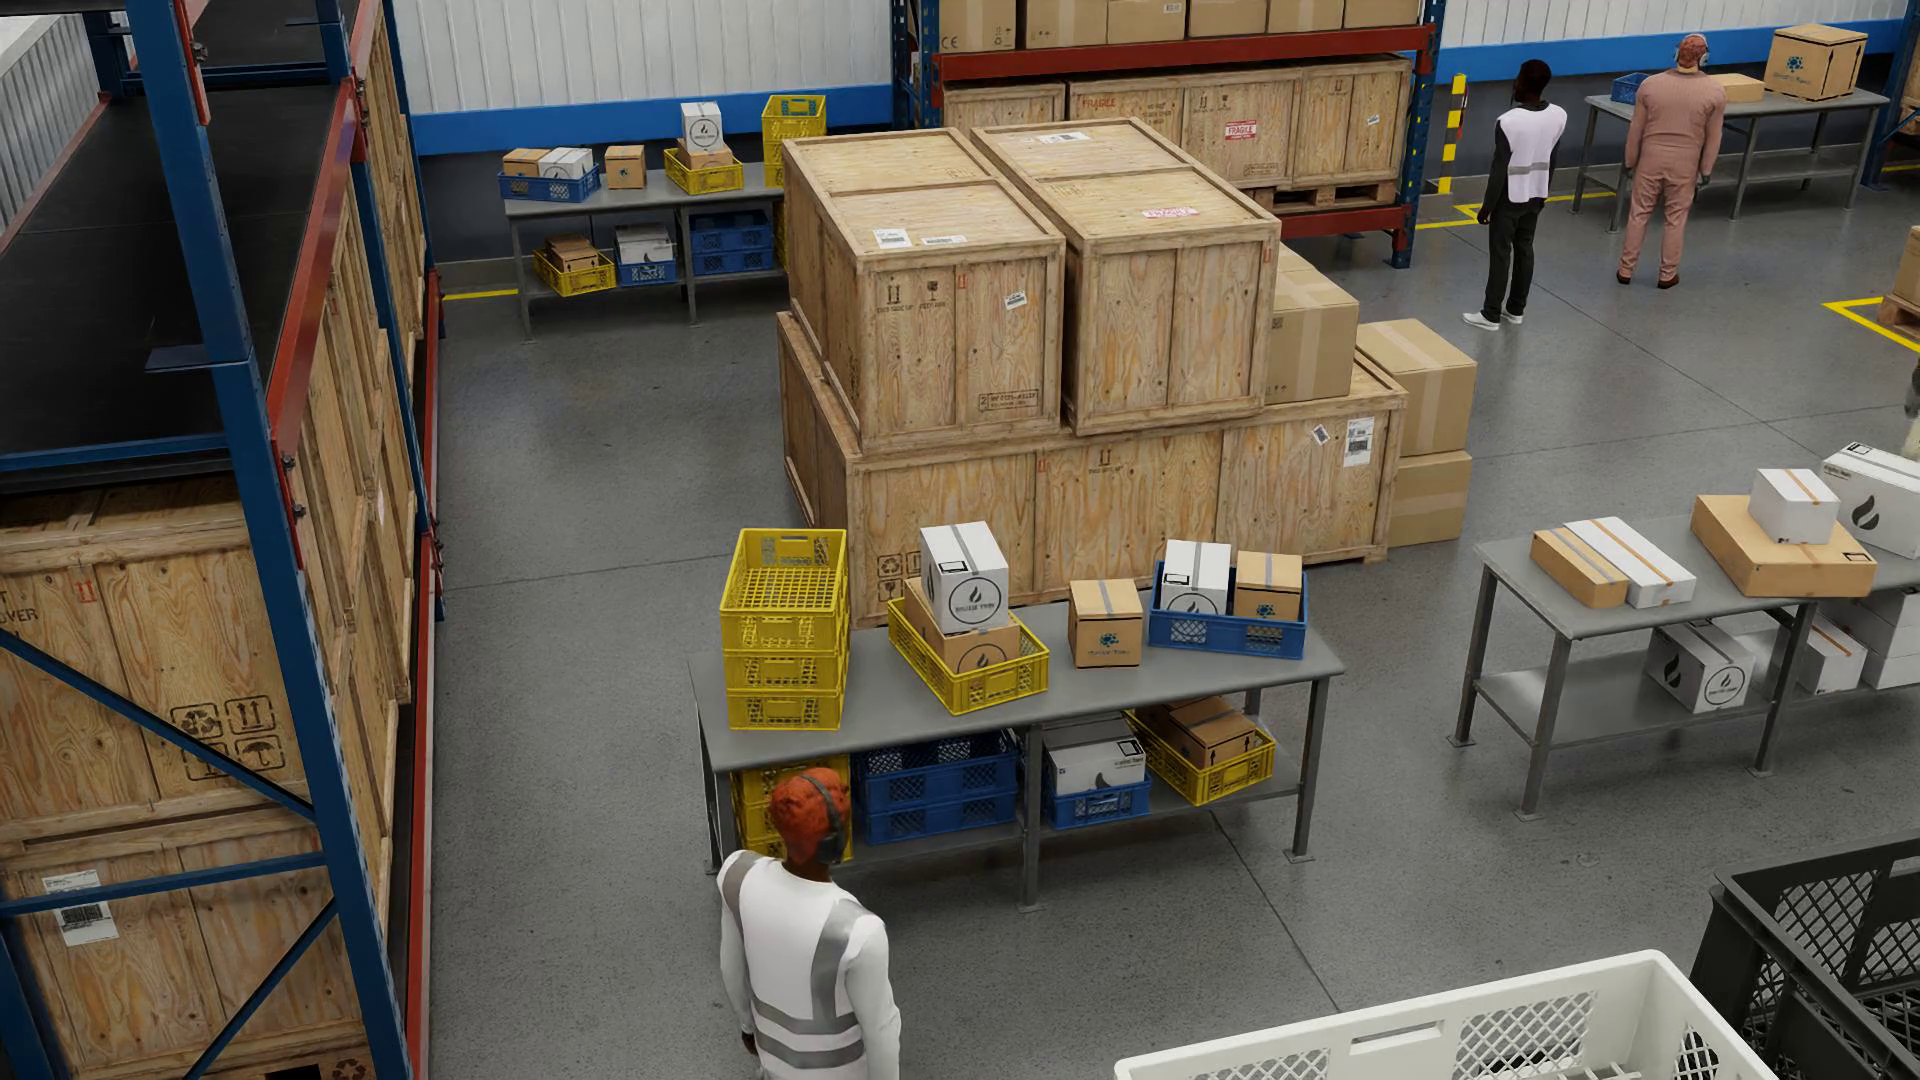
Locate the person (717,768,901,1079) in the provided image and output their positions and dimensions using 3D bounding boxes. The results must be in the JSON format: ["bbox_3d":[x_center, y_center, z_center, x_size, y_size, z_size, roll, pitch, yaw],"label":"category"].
[{"bbox_3d":[-0.411,1.461,4.776,0.584,1.882,0.337,18,34,30],"label":"person"}]

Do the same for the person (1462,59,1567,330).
[{"bbox_3d":[3.958,-2.436,11.815,0.591,1.920,0.392,-14,32,-24],"label":"person"}]

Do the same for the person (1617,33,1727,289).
[{"bbox_3d":[5.368,-2.859,12.594,0.655,1.906,0.407,13,32,23],"label":"person"}]
